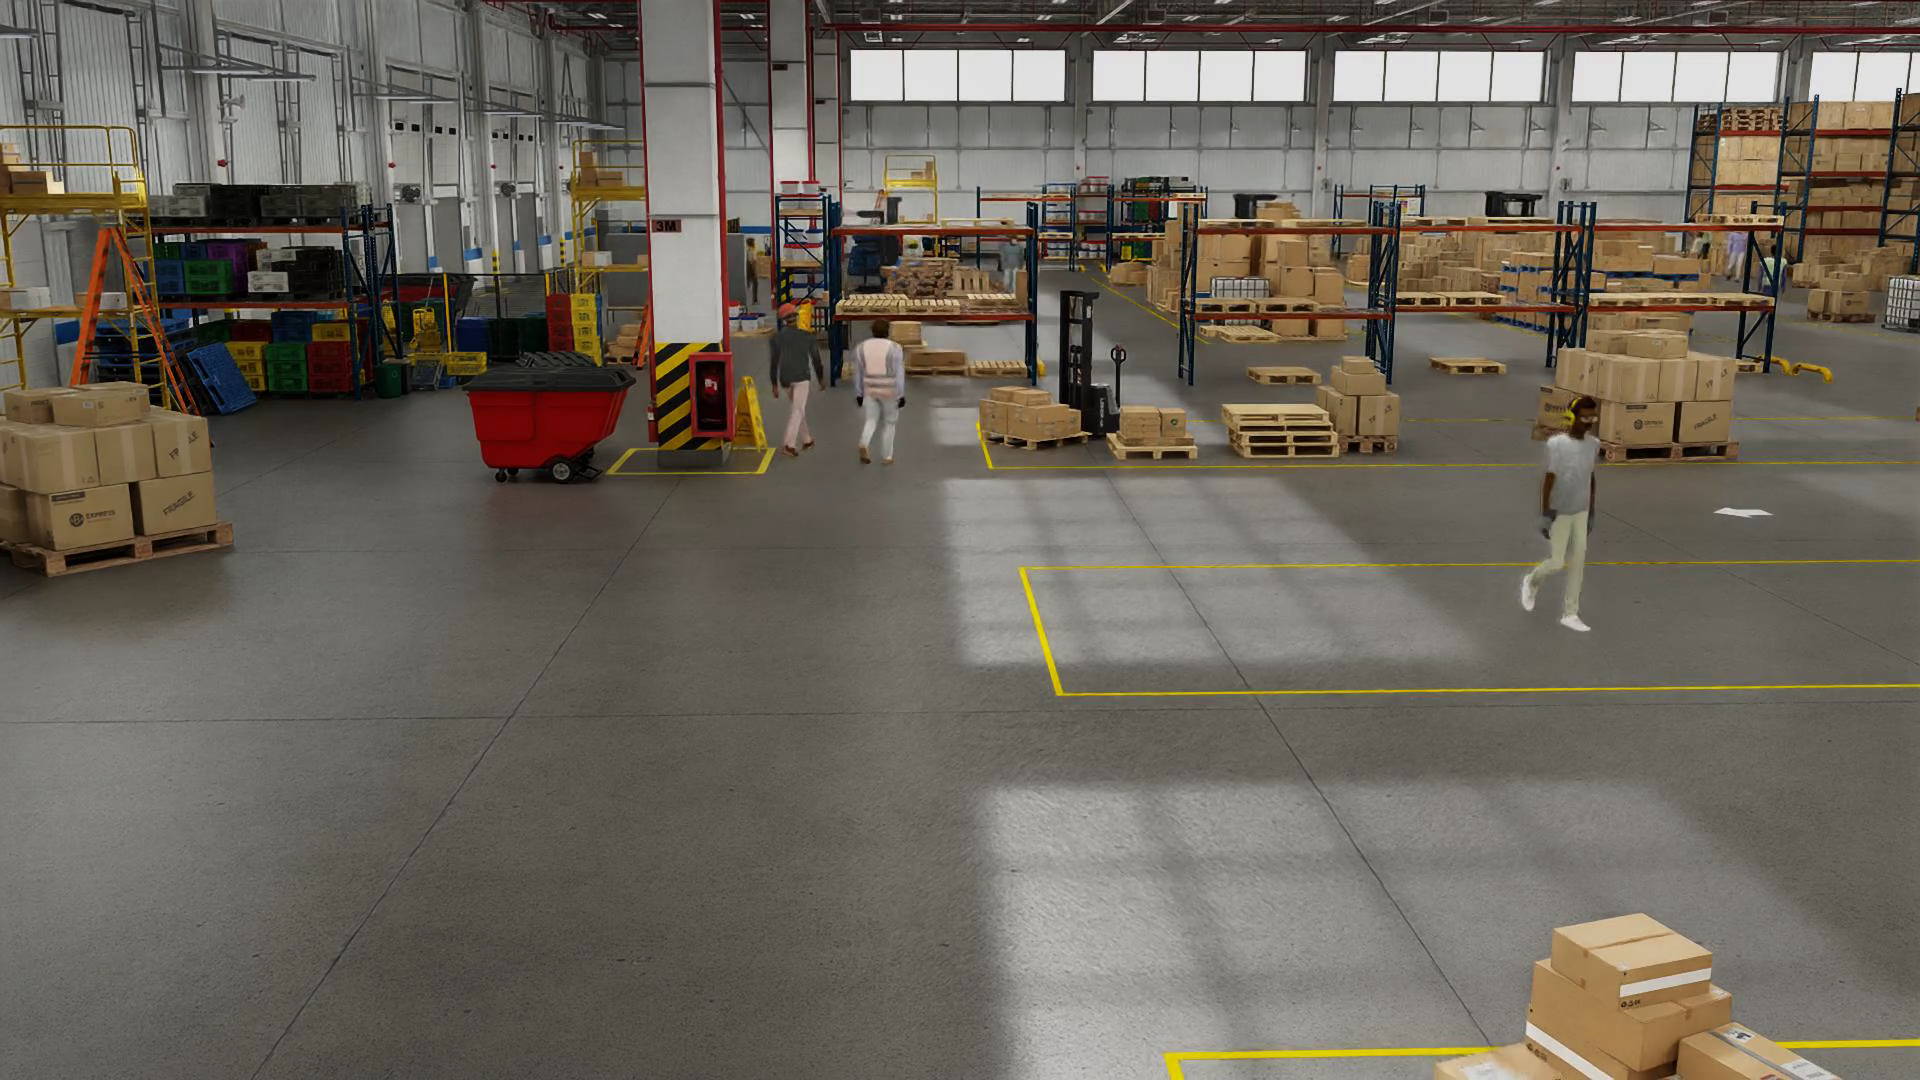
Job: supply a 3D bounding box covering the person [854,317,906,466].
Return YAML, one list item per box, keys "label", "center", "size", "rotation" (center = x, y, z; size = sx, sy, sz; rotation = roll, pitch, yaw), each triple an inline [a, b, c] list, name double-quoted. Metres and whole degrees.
- label: "person"
  center: [-0.967, -1.777, 20.151]
  size: [0.631, 1.827, 0.553]
  rotation: [5, 13, 20]

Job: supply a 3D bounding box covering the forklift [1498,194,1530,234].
- label: "forklift"
  center: [18.443, -10.155, 55.570]
  size: [1.129, 2.768, 1.873]
  rotation: [-1, 13, -3]

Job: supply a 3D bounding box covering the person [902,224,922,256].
- label: "person"
  center: [-1.498, -8.973, 52.379]
  size: [0.635, 1.937, 0.352]
  rotation: [-2, 13, -8]

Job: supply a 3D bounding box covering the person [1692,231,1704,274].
- label: "person"
  center: [24.686, -9.564, 55.776]
  size: [0.704, 1.611, 0.536]
  rotation: [2, 13, 10]

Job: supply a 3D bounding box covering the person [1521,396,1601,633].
- label: "person"
  center: [4.754, -0.227, 13.085]
  size: [0.534, 1.855, 0.616]
  rotation: [-4, 13, -16]

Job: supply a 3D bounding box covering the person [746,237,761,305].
- label: "person"
  center: [-5.677, -7.215, 44.702]
  size: [0.523, 1.824, 0.678]
  rotation: [11, 17, 42]

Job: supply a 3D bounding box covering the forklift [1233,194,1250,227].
- label: "forklift"
  center: [9.242, -9.986, 54.806]
  size: [1.873, 2.768, 1.129]
  rotation: [0, 12, -2]

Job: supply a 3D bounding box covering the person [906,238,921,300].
- label: "person"
  center: [-1.235, -7.518, 46.298]
  size: [0.530, 1.727, 0.490]
  rotation: [-7, 14, -28]

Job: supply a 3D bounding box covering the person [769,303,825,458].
- label: "person"
  center: [-2.099, -2.023, 21.034]
  size: [0.630, 1.927, 1.064]
  rotation: [4, 13, 19]

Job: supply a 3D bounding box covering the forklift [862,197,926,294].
- label: "forklift"
  center: [-1.942, -8.638, 48.720]
  size: [1.873, 2.768, 1.129]
  rotation: [0, 12, -2]

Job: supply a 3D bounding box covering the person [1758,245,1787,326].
- label: "person"
  center: [18.984, -5.956, 38.898]
  size: [0.591, 1.873, 0.965]
  rotation: [6, 14, 26]

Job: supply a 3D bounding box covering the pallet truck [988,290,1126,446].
- label: "pallet truck"
  center: [1.257, -2.299, 22.111]
  size: [1.885, 1.965, 0.823]
  rotation: [-9, 15, -35]

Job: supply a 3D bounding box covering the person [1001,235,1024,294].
- label: "person"
  center: [1.415, -7.362, 45.135]
  size: [0.642, 1.926, 0.656]
  rotation: [-2, 13, -7]

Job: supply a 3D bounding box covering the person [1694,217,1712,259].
- label: "person"
  center: [27.311, -10.939, 61.127]
  size: [0.396, 1.992, 0.622]
  rotation: [-11, 17, -42]

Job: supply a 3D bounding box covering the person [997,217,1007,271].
- label: "person"
  center: [1.562, -10.694, 60.183]
  size: [0.391, 1.928, 0.550]
  rotation: [2, 13, 10]

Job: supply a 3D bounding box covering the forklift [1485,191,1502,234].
- label: "forklift"
  center: [20.081, -11.774, 62.882]
  size: [1.873, 2.768, 1.129]
  rotation: [0, 12, -2]

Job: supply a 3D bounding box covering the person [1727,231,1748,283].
- label: "person"
  center: [25.222, -9.317, 53.962]
  size: [0.642, 1.927, 0.647]
  rotation: [2, 13, 8]
